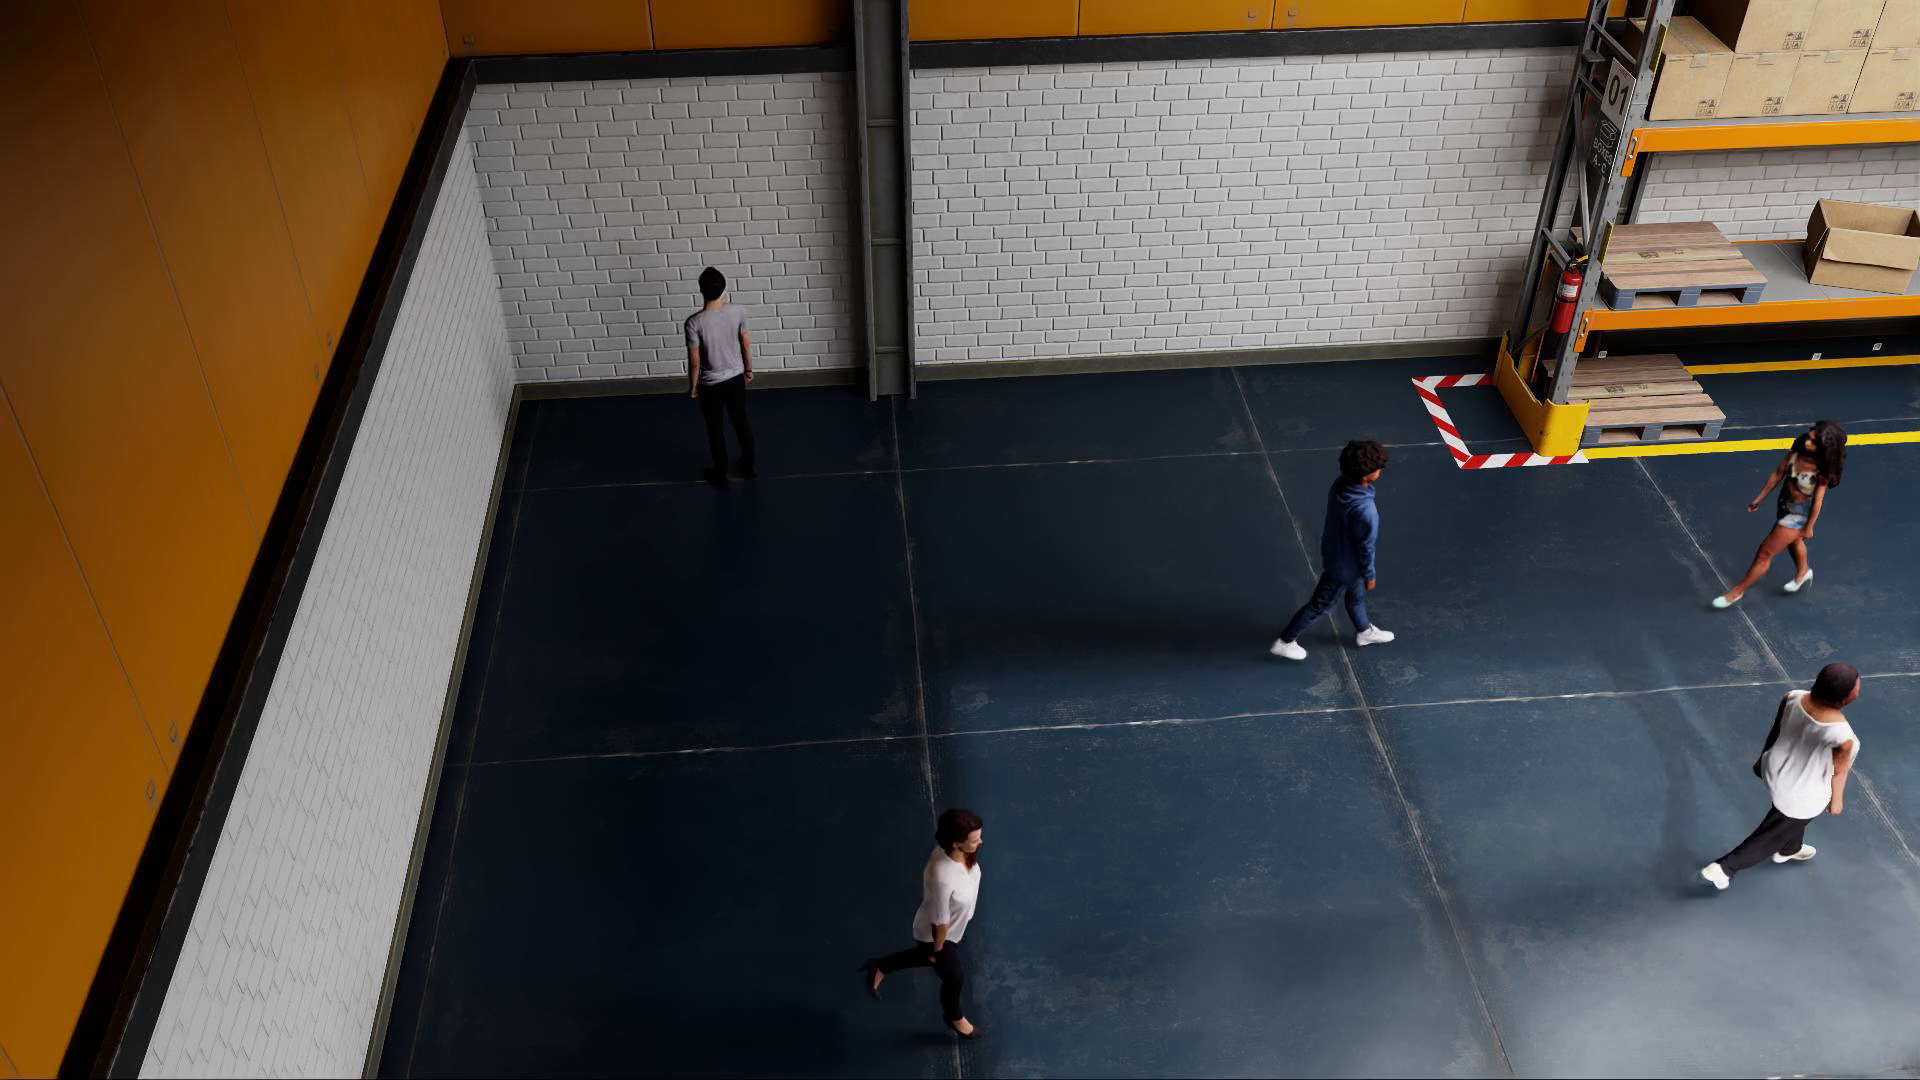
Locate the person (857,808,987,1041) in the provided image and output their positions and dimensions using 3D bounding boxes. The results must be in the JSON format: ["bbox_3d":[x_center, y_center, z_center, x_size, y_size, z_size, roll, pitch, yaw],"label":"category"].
[{"bbox_3d":[-0.201,2.036,8.761,1.063,1.760,0.828,10,40,13],"label":"person"}]

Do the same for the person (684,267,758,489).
[{"bbox_3d":[-1.835,-1.232,12.772,0.650,1.862,0.812,-21,43,-24],"label":"person"}]

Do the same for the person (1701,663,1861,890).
[{"bbox_3d":[4.805,1.410,9.629,1.089,1.655,0.673,-5,39,-6],"label":"person"}]

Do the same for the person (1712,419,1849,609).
[{"bbox_3d":[5.904,-0.176,11.672,1.019,1.584,0.565,-4,39,-6],"label":"person"}]

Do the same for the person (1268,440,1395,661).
[{"bbox_3d":[2.500,0.120,11.152,1.139,1.771,0.682,-4,39,-5],"label":"person"}]
